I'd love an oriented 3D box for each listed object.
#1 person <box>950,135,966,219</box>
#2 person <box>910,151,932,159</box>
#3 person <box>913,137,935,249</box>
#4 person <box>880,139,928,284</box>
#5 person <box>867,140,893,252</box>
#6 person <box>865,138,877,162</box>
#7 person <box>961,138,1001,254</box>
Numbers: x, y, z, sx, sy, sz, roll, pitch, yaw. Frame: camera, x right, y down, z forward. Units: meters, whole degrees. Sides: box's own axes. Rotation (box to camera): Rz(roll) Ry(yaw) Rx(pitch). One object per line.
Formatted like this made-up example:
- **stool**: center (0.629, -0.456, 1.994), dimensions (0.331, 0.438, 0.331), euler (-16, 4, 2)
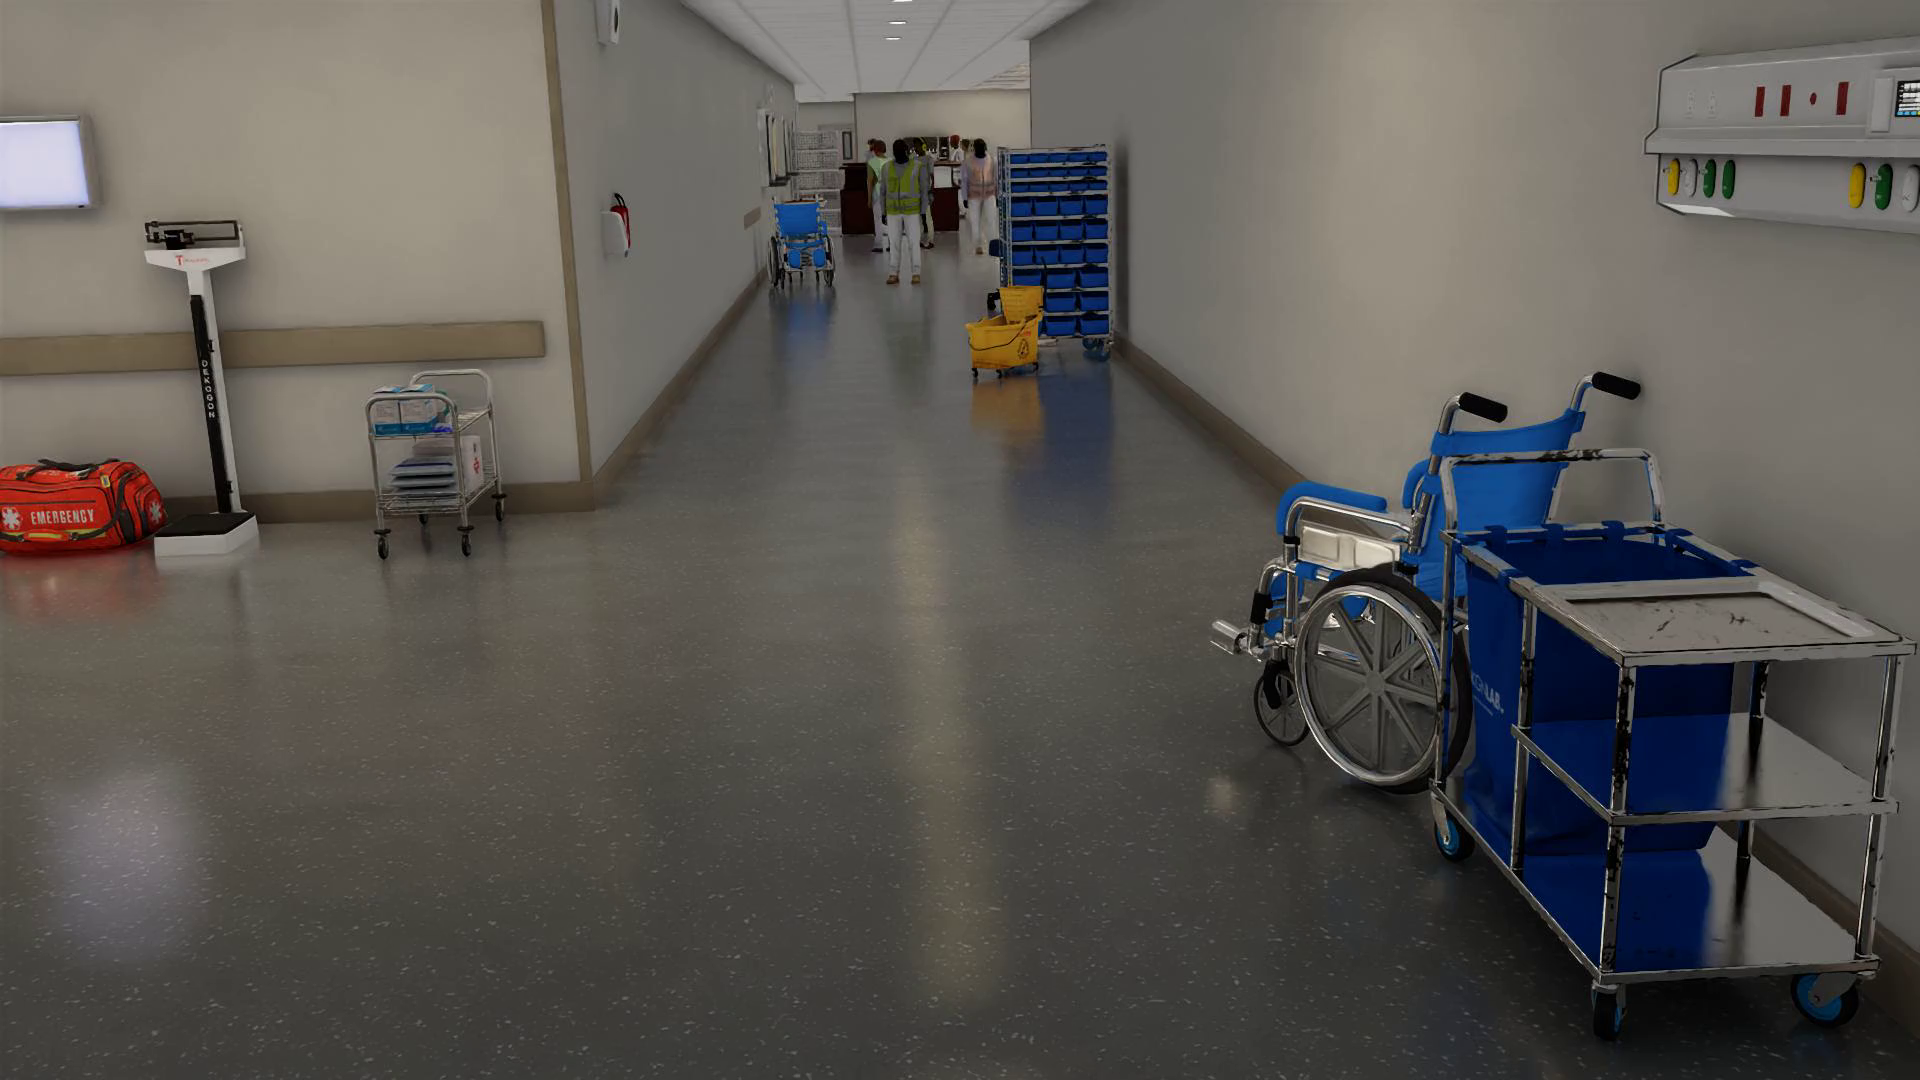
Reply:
- **person**: center (-0.065, -8.213, 37.671), dimensions (0.340, 1.881, 0.586), euler (-6, 14, -17)
- **person**: center (-0.903, -8.628, 39.613), dimensions (0.597, 1.824, 0.403), euler (-2, 14, 0)
- **person**: center (-0.643, -5.831, 27.999), dimensions (0.515, 1.865, 0.329), euler (11, 18, 41)
- **person**: center (-0.730, -4.232, 21.480), dimensions (0.629, 1.842, 0.429), euler (1, 14, 13)
- **person**: center (-1.279, -5.702, 27.610), dimensions (0.560, 1.837, 0.389), euler (-13, 17, -38)
- **person**: center (-2.203, -9.246, 42.253), dimensions (0.384, 1.849, 0.526), euler (5, 15, 26)
- **person**: center (0.354, -5.405, 26.242), dimensions (0.646, 1.805, 0.850), euler (-3, 14, -6)
